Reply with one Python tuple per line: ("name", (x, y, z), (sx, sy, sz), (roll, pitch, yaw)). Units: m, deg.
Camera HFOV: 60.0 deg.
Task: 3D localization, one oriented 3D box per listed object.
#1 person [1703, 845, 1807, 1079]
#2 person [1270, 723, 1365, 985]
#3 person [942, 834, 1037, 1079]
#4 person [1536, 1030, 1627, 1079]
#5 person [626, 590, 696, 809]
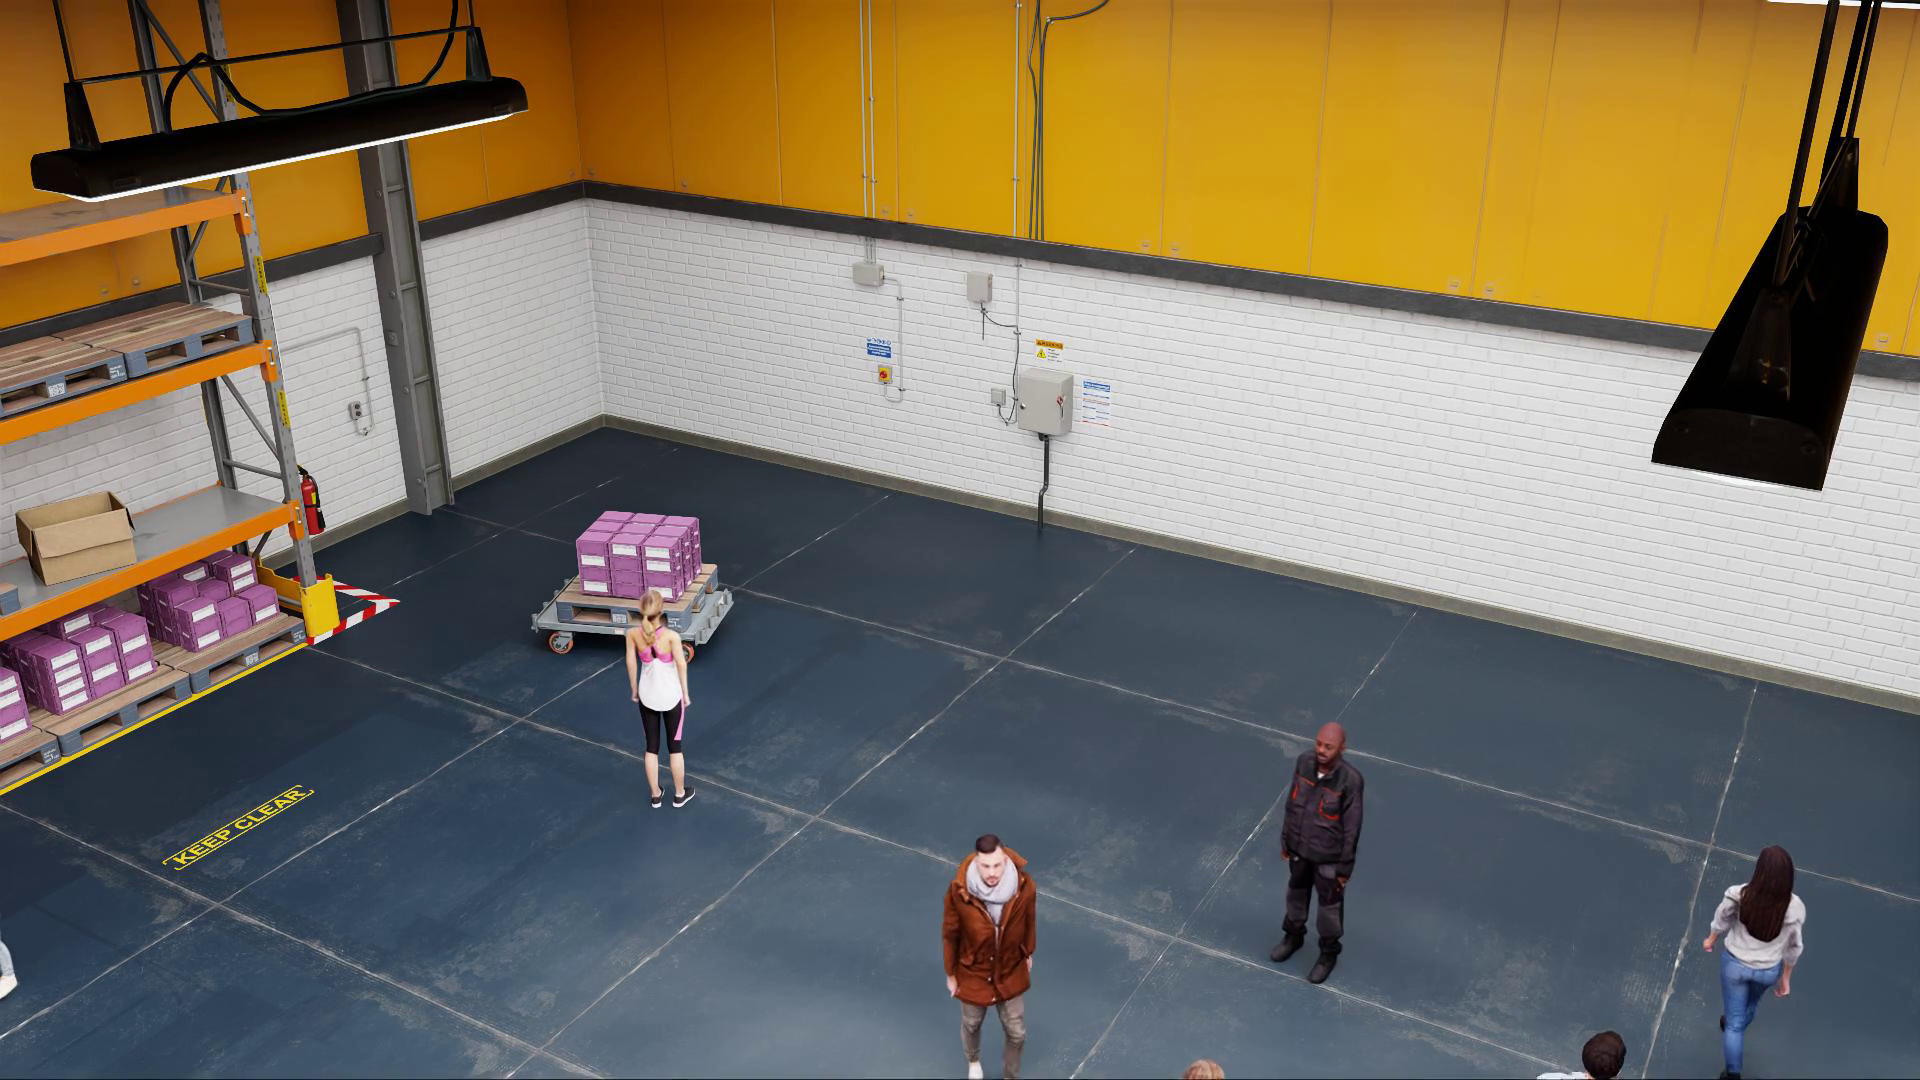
("person", (4.603, 2.545, 9.650), (0.795, 1.608, 0.995), (4, 24, 9))
("person", (2.333, 1.961, 10.725), (0.748, 1.818, 0.680), (21, 32, 40))
("person", (0.156, 2.438, 9.634), (0.911, 1.818, 0.968), (-4, 24, -10))
("person", (2.882, 3.187, 7.999), (0.763, 1.755, 1.221), (17, 29, 33))
("person", (-2.256, 1.199, 12.504), (0.675, 1.788, 0.658), (3, 24, 6))
